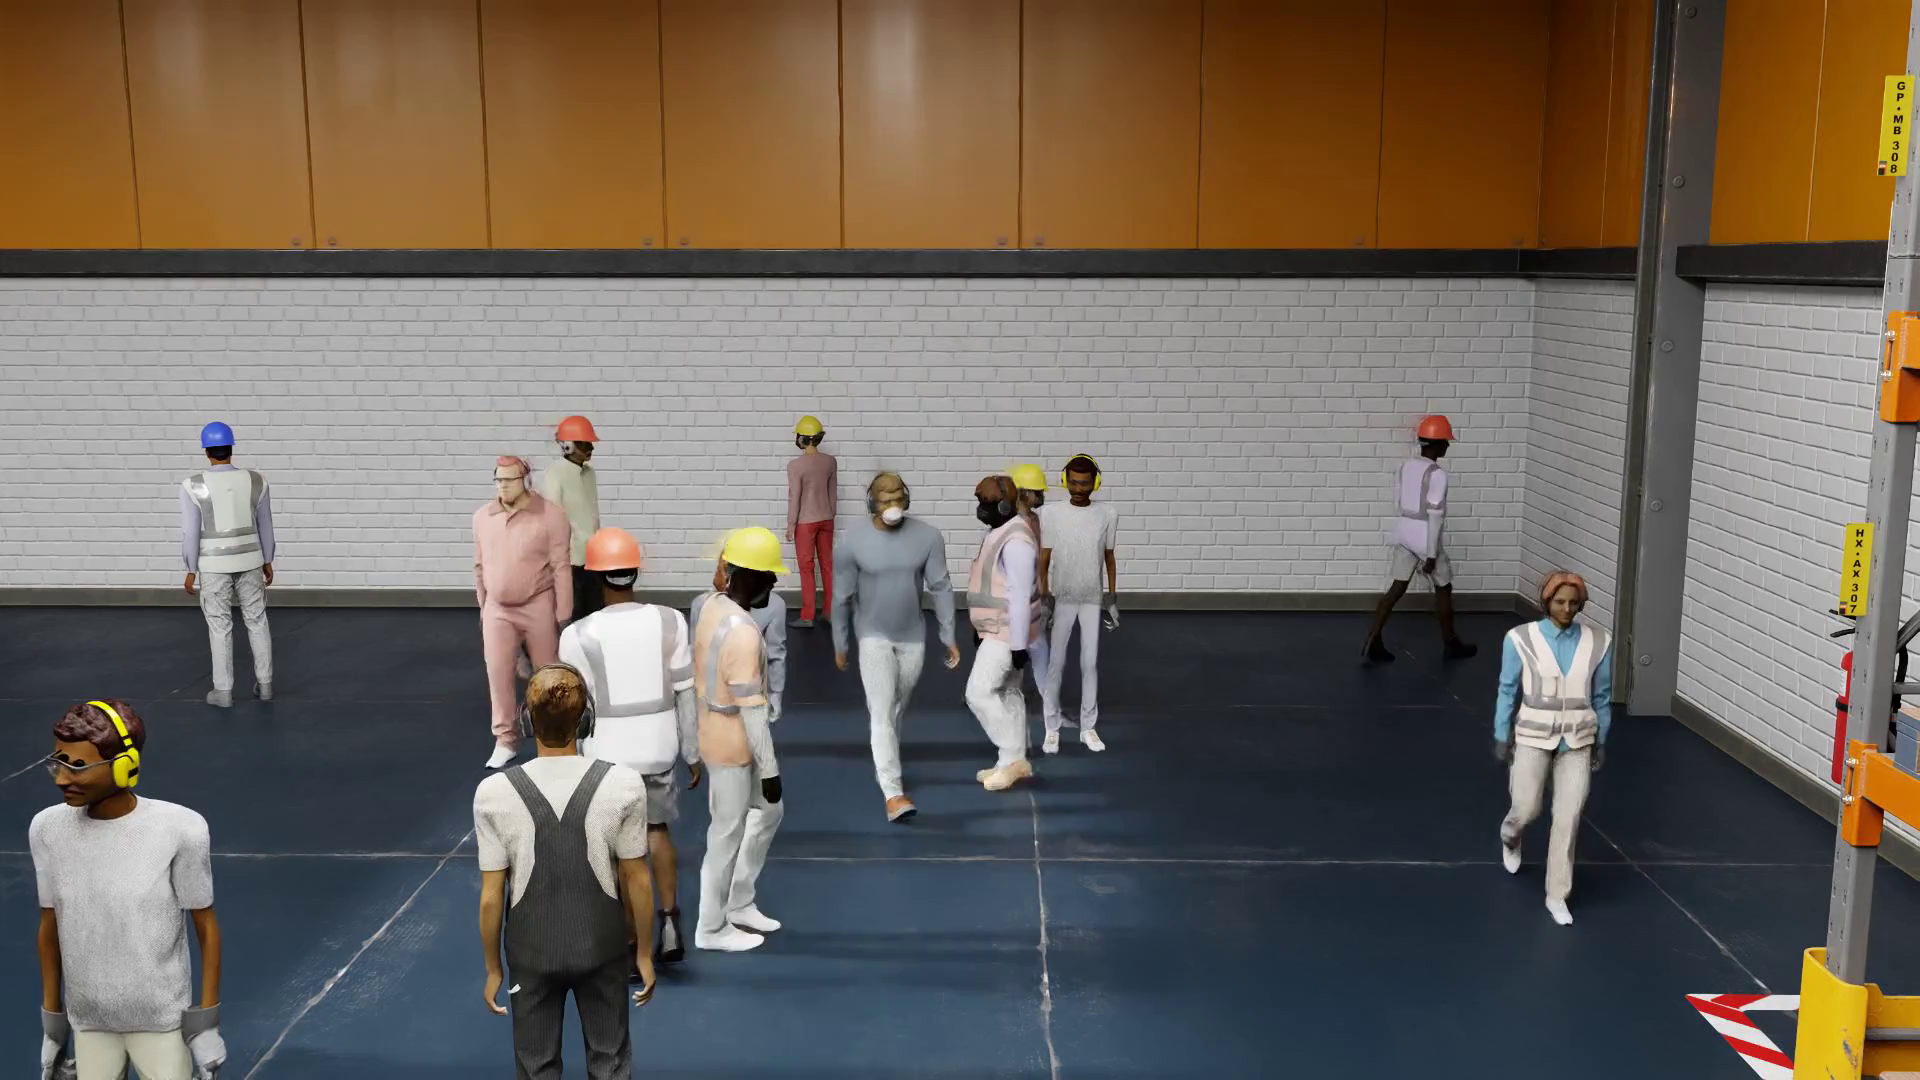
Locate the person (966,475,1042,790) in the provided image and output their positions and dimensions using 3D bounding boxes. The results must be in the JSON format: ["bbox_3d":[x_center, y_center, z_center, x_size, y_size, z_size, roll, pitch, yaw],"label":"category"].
[{"bbox_3d":[0.237,0.531,9.543,0.455,1.828,0.634,-1,10,-4],"label":"person"}]

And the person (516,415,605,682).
[{"bbox_3d":[-2.780,0.102,11.688,0.692,1.977,0.624,2,10,14],"label":"person"}]

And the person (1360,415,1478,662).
[{"bbox_3d":[3.468,-0.003,12.555,0.986,1.897,0.560,-4,10,-23],"label":"person"}]

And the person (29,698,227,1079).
[{"bbox_3d":[-2.286,1.339,4.583,0.515,1.866,0.333,0,9,0],"label":"person"}]

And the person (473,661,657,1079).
[{"bbox_3d":[-1.183,1.272,5.039,0.514,1.845,0.337,-2,10,-13],"label":"person"}]

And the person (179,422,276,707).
[{"bbox_3d":[-5.001,0.163,11.379,0.612,1.943,0.404,-9,13,-42],"label":"person"}]

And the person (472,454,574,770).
[{"bbox_3d":[-2.666,0.393,10.218,0.649,1.873,0.897,1,10,8],"label":"person"}]

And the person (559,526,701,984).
[{"bbox_3d":[-1.386,0.902,6.998,0.594,1.928,0.460,-4,10,-25],"label":"person"}]

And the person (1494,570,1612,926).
[{"bbox_3d":[2.749,0.926,7.763,0.528,1.619,0.586,1,9,3],"label":"person"}]

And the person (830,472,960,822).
[{"bbox_3d":[-0.356,0.564,9.154,0.642,1.880,1.011,-4,10,-21],"label":"person"}]

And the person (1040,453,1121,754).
[{"bbox_3d":[0.737,0.392,10.261,0.521,1.865,0.335,-1,10,-6],"label":"person"}]

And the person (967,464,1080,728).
[{"bbox_3d":[0.406,0.360,10.939,0.850,1.743,0.539,3,10,17],"label":"person"}]

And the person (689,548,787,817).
[{"bbox_3d":[-1.132,0.804,8.512,0.499,1.612,0.441,-2,10,-9],"label":"person"}]

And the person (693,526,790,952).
[{"bbox_3d":[-0.925,0.877,7.219,0.562,1.898,0.634,-3,10,-16],"label":"person"}]

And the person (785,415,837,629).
[{"bbox_3d":[-1.232,-0.147,13.768,0.310,1.771,0.525,8,13,42],"label":"person"}]
